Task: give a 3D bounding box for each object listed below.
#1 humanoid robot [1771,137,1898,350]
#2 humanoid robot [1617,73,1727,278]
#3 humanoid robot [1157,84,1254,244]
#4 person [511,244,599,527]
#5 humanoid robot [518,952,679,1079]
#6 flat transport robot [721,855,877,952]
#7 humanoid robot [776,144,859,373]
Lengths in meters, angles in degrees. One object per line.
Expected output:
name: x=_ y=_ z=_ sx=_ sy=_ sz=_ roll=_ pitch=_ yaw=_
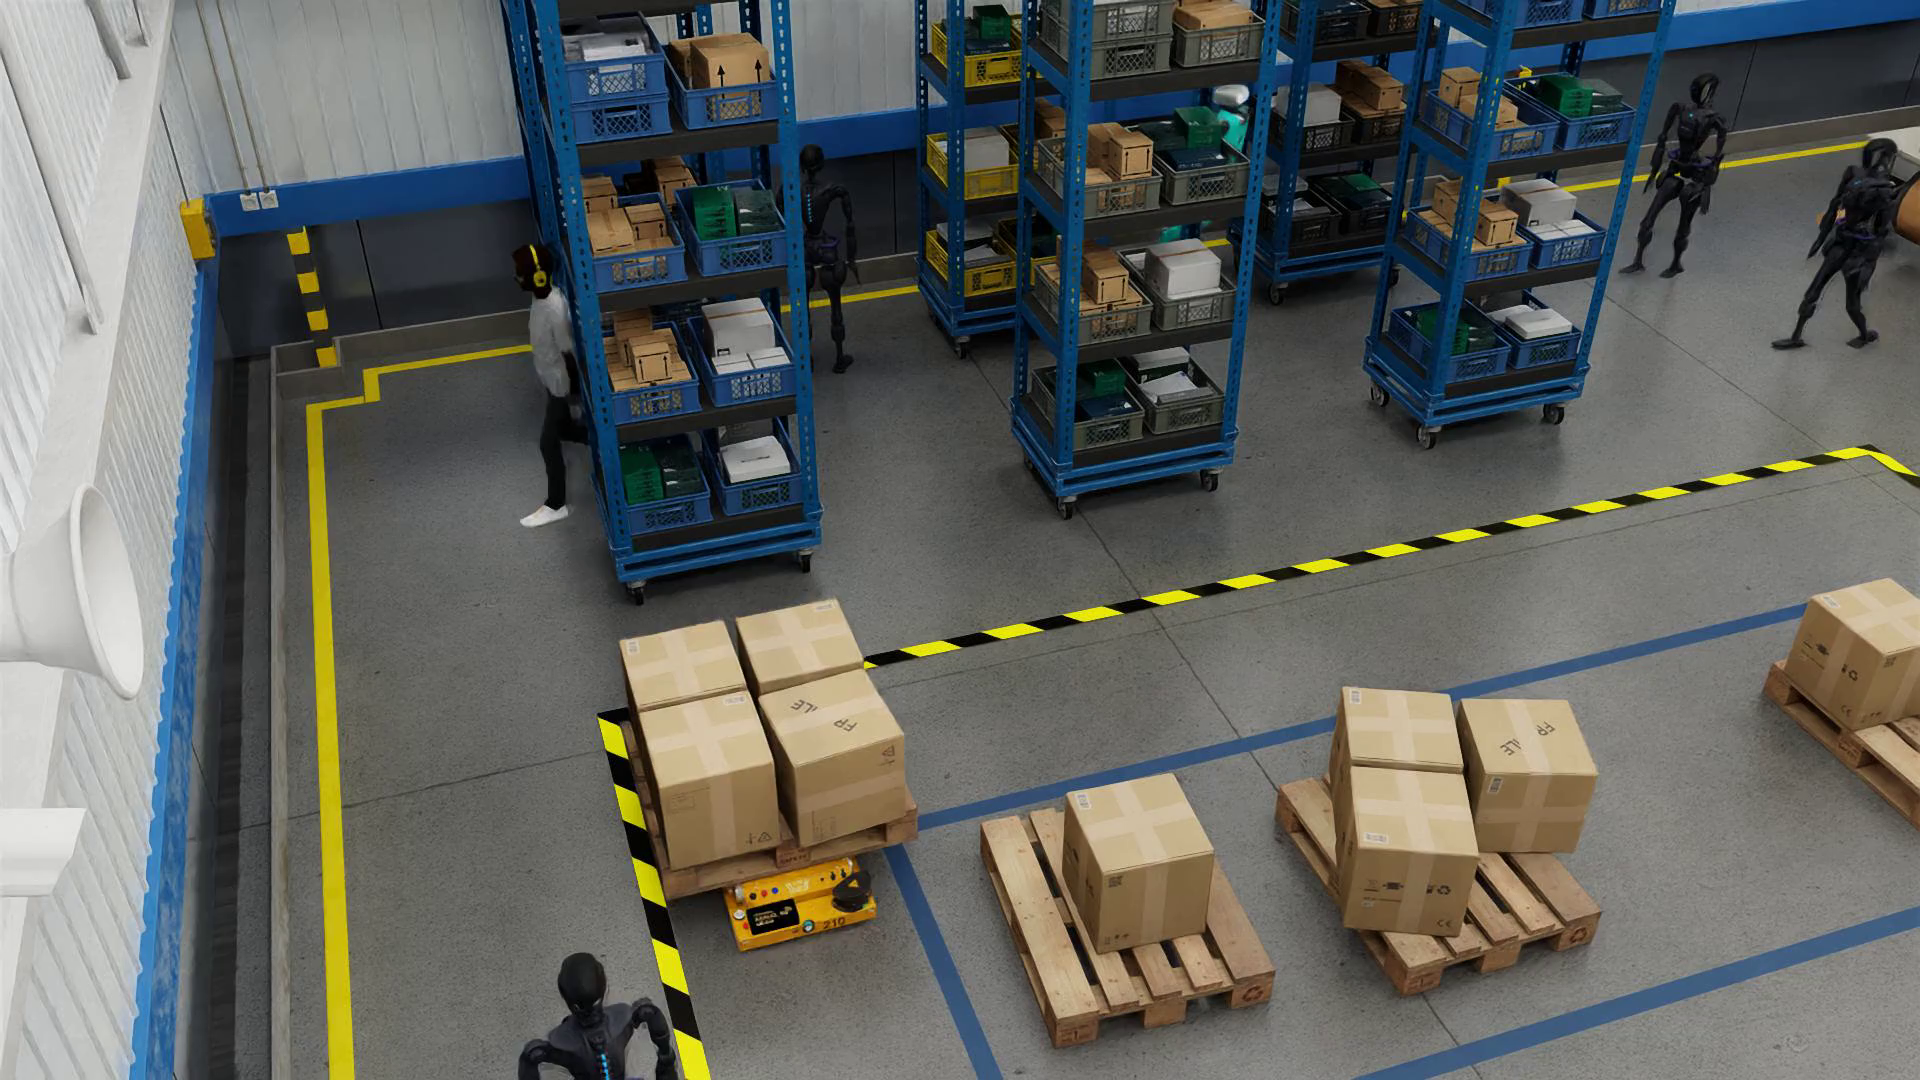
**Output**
humanoid robot: x=6.374 y=-2.070 z=11.823 sx=0.758 sy=1.654 sz=0.603 roll=-7 pitch=36 yaw=-10
humanoid robot: x=5.538 y=-2.766 z=12.766 sx=0.550 sy=1.642 sz=0.587 roll=-22 pitch=41 yaw=-28
humanoid robot: x=1.686 y=-2.532 z=12.438 sx=0.842 sy=1.870 sz=0.555 roll=21 pitch=40 yaw=27
person: x=-2.378 y=-0.960 z=10.053 sx=0.786 sy=1.846 sz=0.516 roll=-16 pitch=38 yaw=-21
humanoid robot: x=-1.242 y=2.099 z=5.862 sx=0.587 sy=1.645 sz=0.351 roll=-18 pitch=39 yaw=-24
flat transport robot: x=-0.920 y=1.347 z=8.121 sx=0.652 sy=0.197 sz=1.431 roll=-11 pitch=37 yaw=-15
humanoid robot: x=-1.007 y=-1.957 z=11.594 sx=0.599 sy=1.657 sz=0.315 roll=3 pitch=35 yaw=5
